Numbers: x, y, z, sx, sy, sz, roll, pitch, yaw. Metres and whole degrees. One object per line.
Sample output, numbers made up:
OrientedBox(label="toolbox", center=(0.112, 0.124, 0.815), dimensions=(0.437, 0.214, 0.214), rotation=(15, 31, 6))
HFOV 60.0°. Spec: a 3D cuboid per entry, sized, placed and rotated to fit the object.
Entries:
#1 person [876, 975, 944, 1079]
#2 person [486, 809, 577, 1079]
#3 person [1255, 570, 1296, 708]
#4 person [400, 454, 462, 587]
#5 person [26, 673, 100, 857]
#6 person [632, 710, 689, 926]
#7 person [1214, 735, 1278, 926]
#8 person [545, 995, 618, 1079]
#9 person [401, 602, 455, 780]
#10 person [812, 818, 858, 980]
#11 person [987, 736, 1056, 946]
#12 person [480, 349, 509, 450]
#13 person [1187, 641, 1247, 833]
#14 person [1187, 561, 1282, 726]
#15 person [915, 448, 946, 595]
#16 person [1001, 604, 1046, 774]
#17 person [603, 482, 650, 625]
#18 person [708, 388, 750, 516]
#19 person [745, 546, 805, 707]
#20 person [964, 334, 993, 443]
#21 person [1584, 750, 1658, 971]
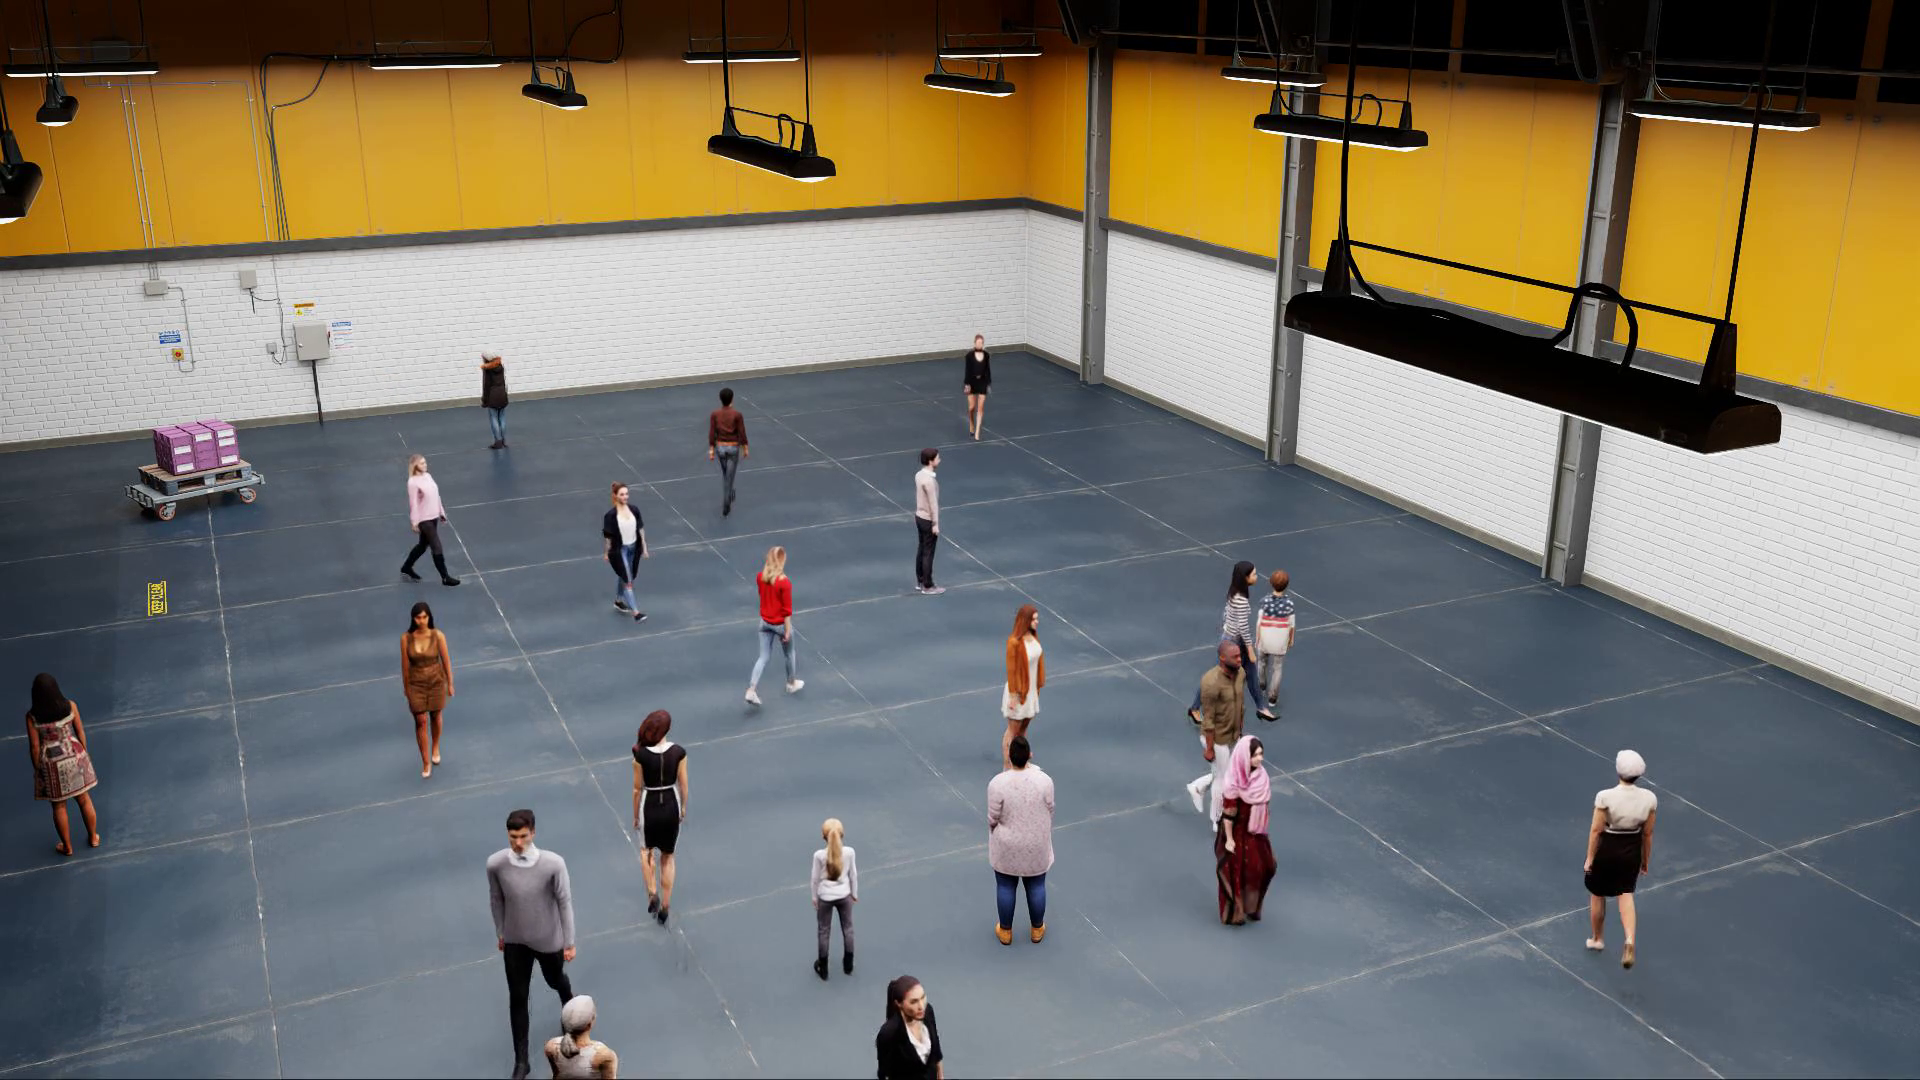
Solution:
OrientedBox(label="person", center=(-0.341, 3.297, 9.952), dimensions=(1.007, 1.642, 0.838), rotation=(15, 24, 38))
OrientedBox(label="person", center=(-2.883, 2.673, 11.417), dimensions=(1.131, 1.891, 1.376), rotation=(0, 19, 1))
OrientedBox(label="person", center=(3.219, 1.023, 17.056), dimensions=(0.801, 1.419, 0.903), rotation=(4, 19, 11))
OrientedBox(label="person", center=(-6.645, -0.248, 20.459), dimensions=(1.074, 1.656, 1.094), rotation=(4, 19, 12))
OrientedBox(label="person", center=(-7.639, 1.890, 14.127), dimensions=(0.709, 1.645, 0.642), rotation=(-16, 25, -40))
OrientedBox(label="person", center=(-2.316, 2.208, 12.966), dimensions=(0.640, 1.783, 0.635), rotation=(-6, 19, -16))
OrientedBox(label="person", center=(2.166, 2.256, 13.071), dimensions=(0.660, 1.625, 0.657), rotation=(-10, 21, -28))
OrientedBox(label="person", center=(-2.198, 3.419, 9.538), dimensions=(1.018, 1.675, 1.163), rotation=(4, 19, 11))
OrientedBox(label="person", center=(-5.027, 1.354, 15.684), dimensions=(0.646, 1.667, 0.825), rotation=(-6, 20, -18))
OrientedBox(label="person", center=(-0.934, 2.662, 12.410), dimensions=(0.528, 1.277, 0.544), rotation=(-5, 19, -14))
OrientedBox(label="person", center=(0.464, 2.290, 12.787), dimensions=(0.777, 1.742, 0.757), rotation=(-1, 19, -4))
OrientedBox(label="person", center=(-7.408, -2.273, 26.521), dimensions=(0.804, 1.624, 0.766), rotation=(16, 24, 39))
OrientedBox(label="person", center=(2.216, 1.695, 14.453), dimensions=(0.982, 1.805, 0.891), rotation=(17, 25, 41))
OrientedBox(label="person", center=(2.602, 1.087, 16.386), dimensions=(1.014, 1.725, 1.168), rotation=(0, 19, 1))
OrientedBox(label="person", center=(-0.390, -0.247, 20.219), dimensions=(0.696, 1.807, 0.481), rotation=(-7, 20, -20))
OrientedBox(label="person", center=(0.569, 1.393, 15.489), dimensions=(0.737, 1.717, 0.720), rotation=(12, 22, 32))
OrientedBox(label="person", center=(-3.945, 0.129, 19.366), dimensions=(0.815, 1.638, 1.159), rotation=(-15, 24, -38))
OrientedBox(label="person", center=(-3.245, -1.200, 23.155), dimensions=(1.027, 1.738, 1.202), rotation=(2, 19, 6))
OrientedBox(label="person", center=(-1.948, 0.905, 17.008), dimensions=(1.107, 1.673, 1.077), rotation=(10, 21, 27))
OrientedBox(label="person", center=(0.266, -2.479, 26.925), dimensions=(0.642, 1.757, 0.640), rotation=(-5, 19, -14))
OrientedBox(label="person", center=(4.921, 2.420, 12.400), dimensions=(0.839, 1.741, 0.986), rotation=(0, 19, 1))
